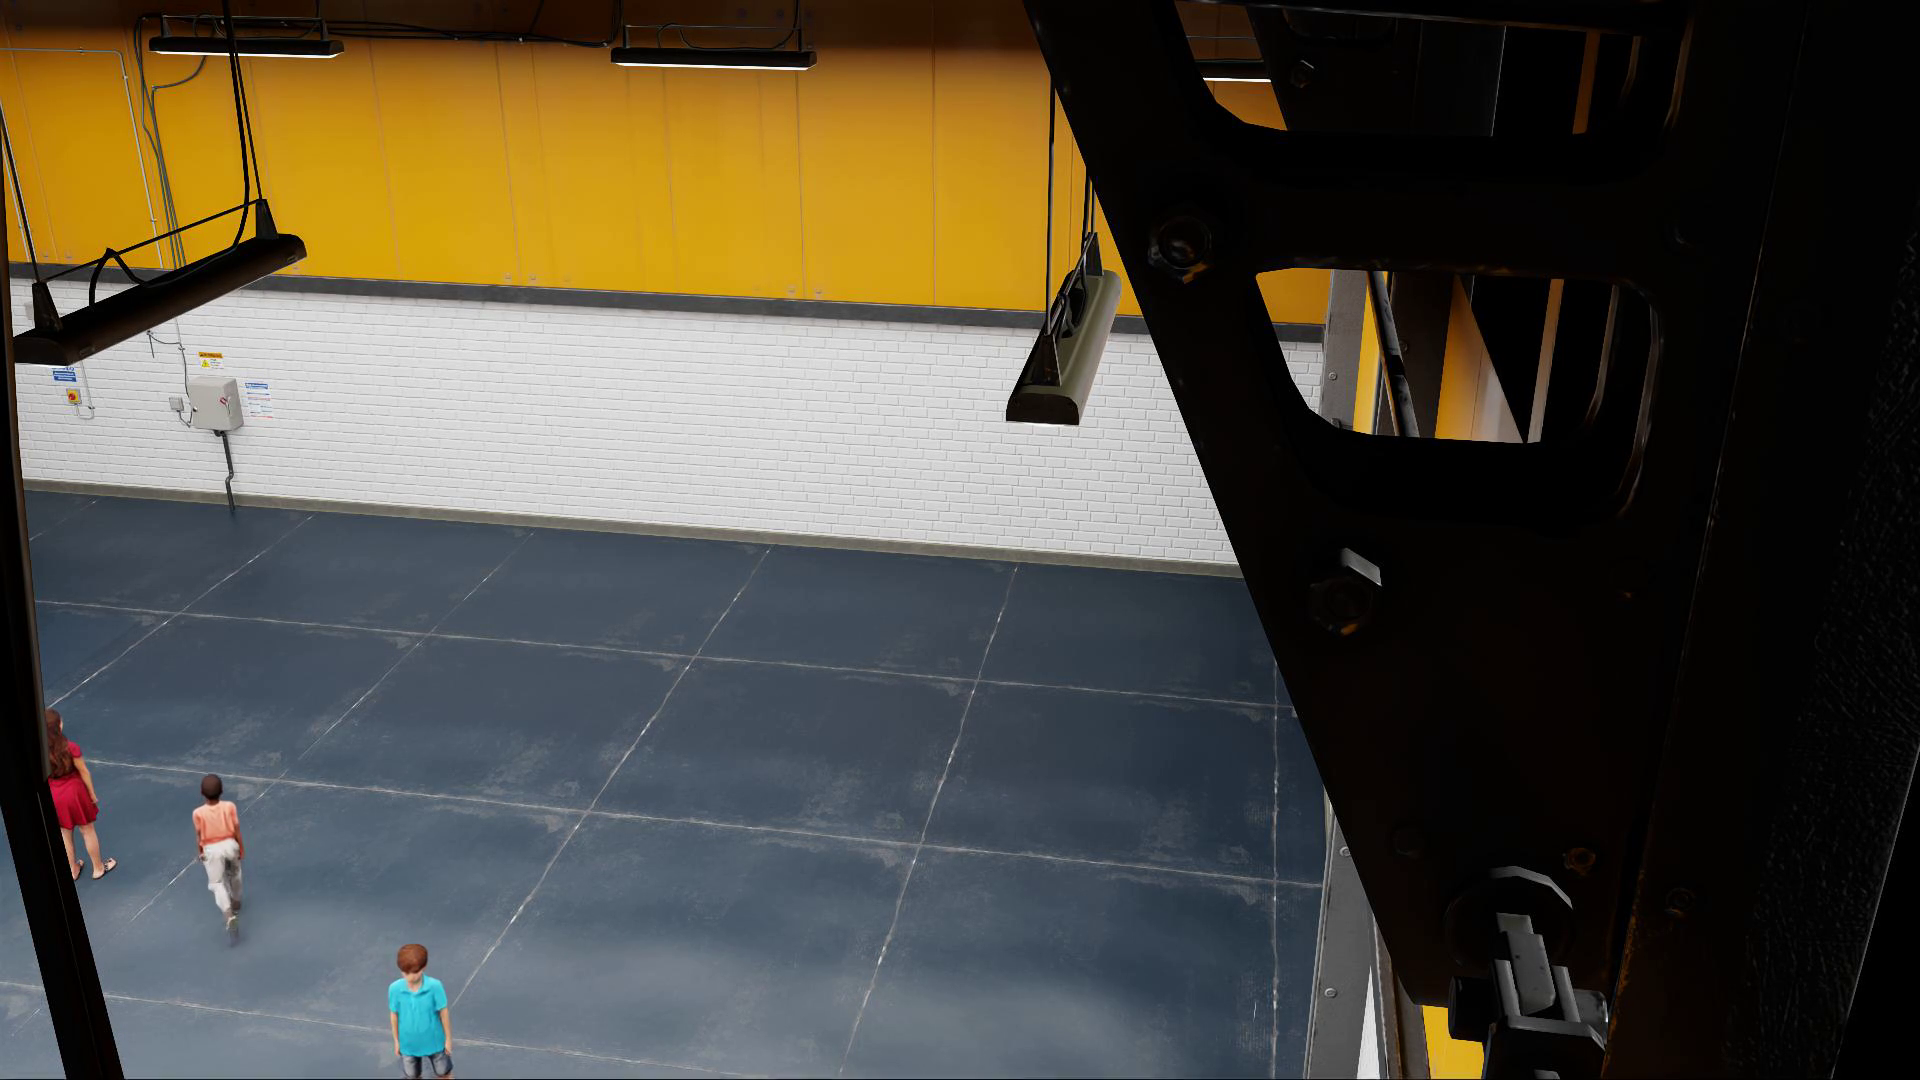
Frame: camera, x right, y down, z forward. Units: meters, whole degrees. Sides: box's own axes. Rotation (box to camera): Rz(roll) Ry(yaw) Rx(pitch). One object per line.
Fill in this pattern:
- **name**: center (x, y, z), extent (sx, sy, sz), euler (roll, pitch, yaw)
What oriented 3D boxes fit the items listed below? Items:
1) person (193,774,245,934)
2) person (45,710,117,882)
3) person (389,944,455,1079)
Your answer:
- **person**: center (-5.785, 2.444, 13.009), extent (0.792, 1.299, 0.872), euler (-13, 27, -28)
- **person**: center (-7.265, 2.070, 13.550), extent (0.615, 1.551, 0.676), euler (-3, 24, -6)
- **person**: center (-3.543, 3.261, 10.952), extent (0.569, 1.451, 0.565), euler (-2, 24, -6)
